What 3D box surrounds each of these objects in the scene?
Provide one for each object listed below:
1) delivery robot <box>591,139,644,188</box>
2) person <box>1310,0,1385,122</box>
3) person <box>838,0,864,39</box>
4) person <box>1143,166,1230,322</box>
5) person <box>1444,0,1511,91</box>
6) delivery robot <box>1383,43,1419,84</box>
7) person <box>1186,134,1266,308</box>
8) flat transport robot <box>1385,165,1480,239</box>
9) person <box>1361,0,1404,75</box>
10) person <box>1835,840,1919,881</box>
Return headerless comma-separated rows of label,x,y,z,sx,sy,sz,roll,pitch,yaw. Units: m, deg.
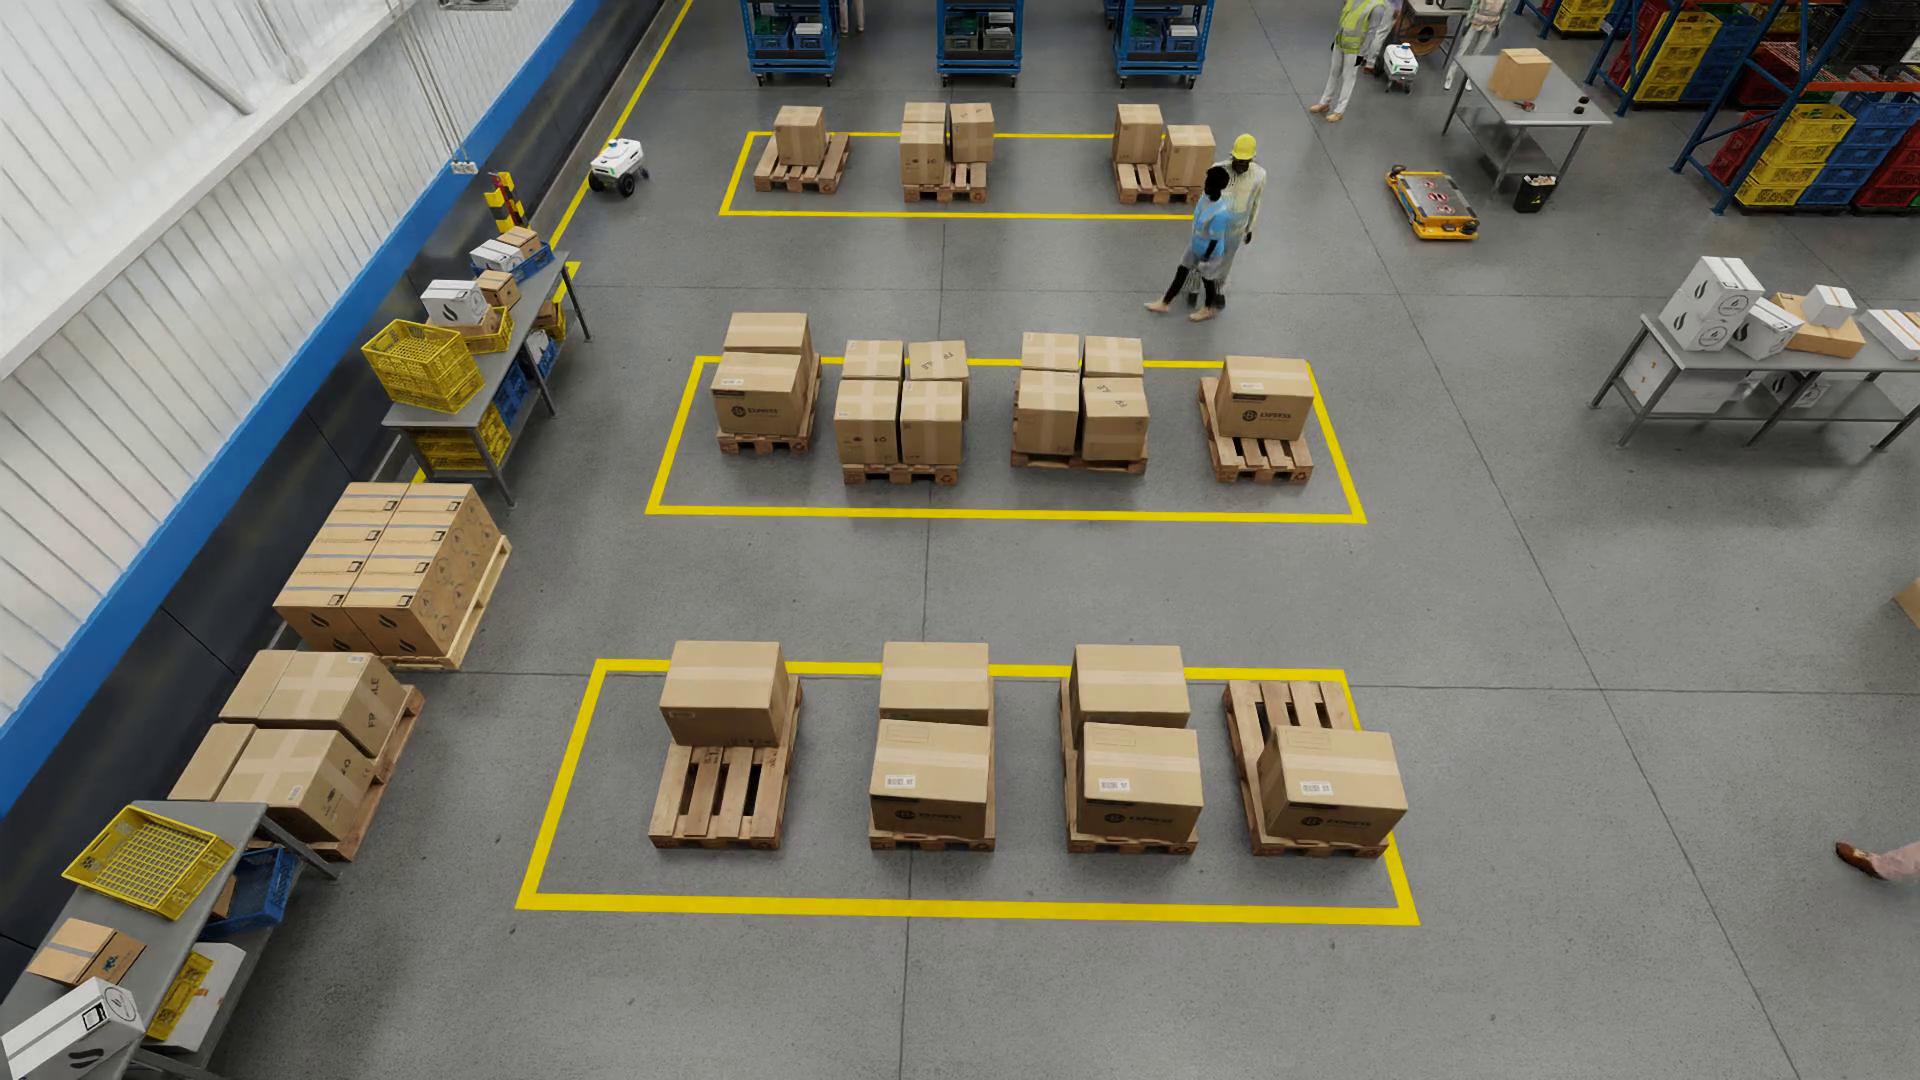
delivery robot,-4.240,-4.705,11.341,0.477,0.478,0.707,13,50,11
person,5.162,-6.551,12.153,0.429,1.846,0.625,-19,52,-16
person,-1.705,-8.772,13.989,0.630,1.980,0.412,-18,52,-15
person,2.315,-2.879,9.084,0.747,1.663,0.545,-10,50,-9
person,7.300,-7.173,12.825,0.512,1.639,0.311,6,49,5
delivery robot,6.373,-6.919,13.258,0.477,0.478,0.707,4,49,4
person,2.682,-3.187,9.247,0.589,1.834,0.403,5,49,5
flat transport robot,5.692,-4.094,11.059,0.652,0.197,1.431,1,49,1
person,6.220,-7.742,13.129,0.367,1.931,0.629,8,50,6
person,6.035,1.512,5.148,0.707,1.883,0.660,33,57,25
